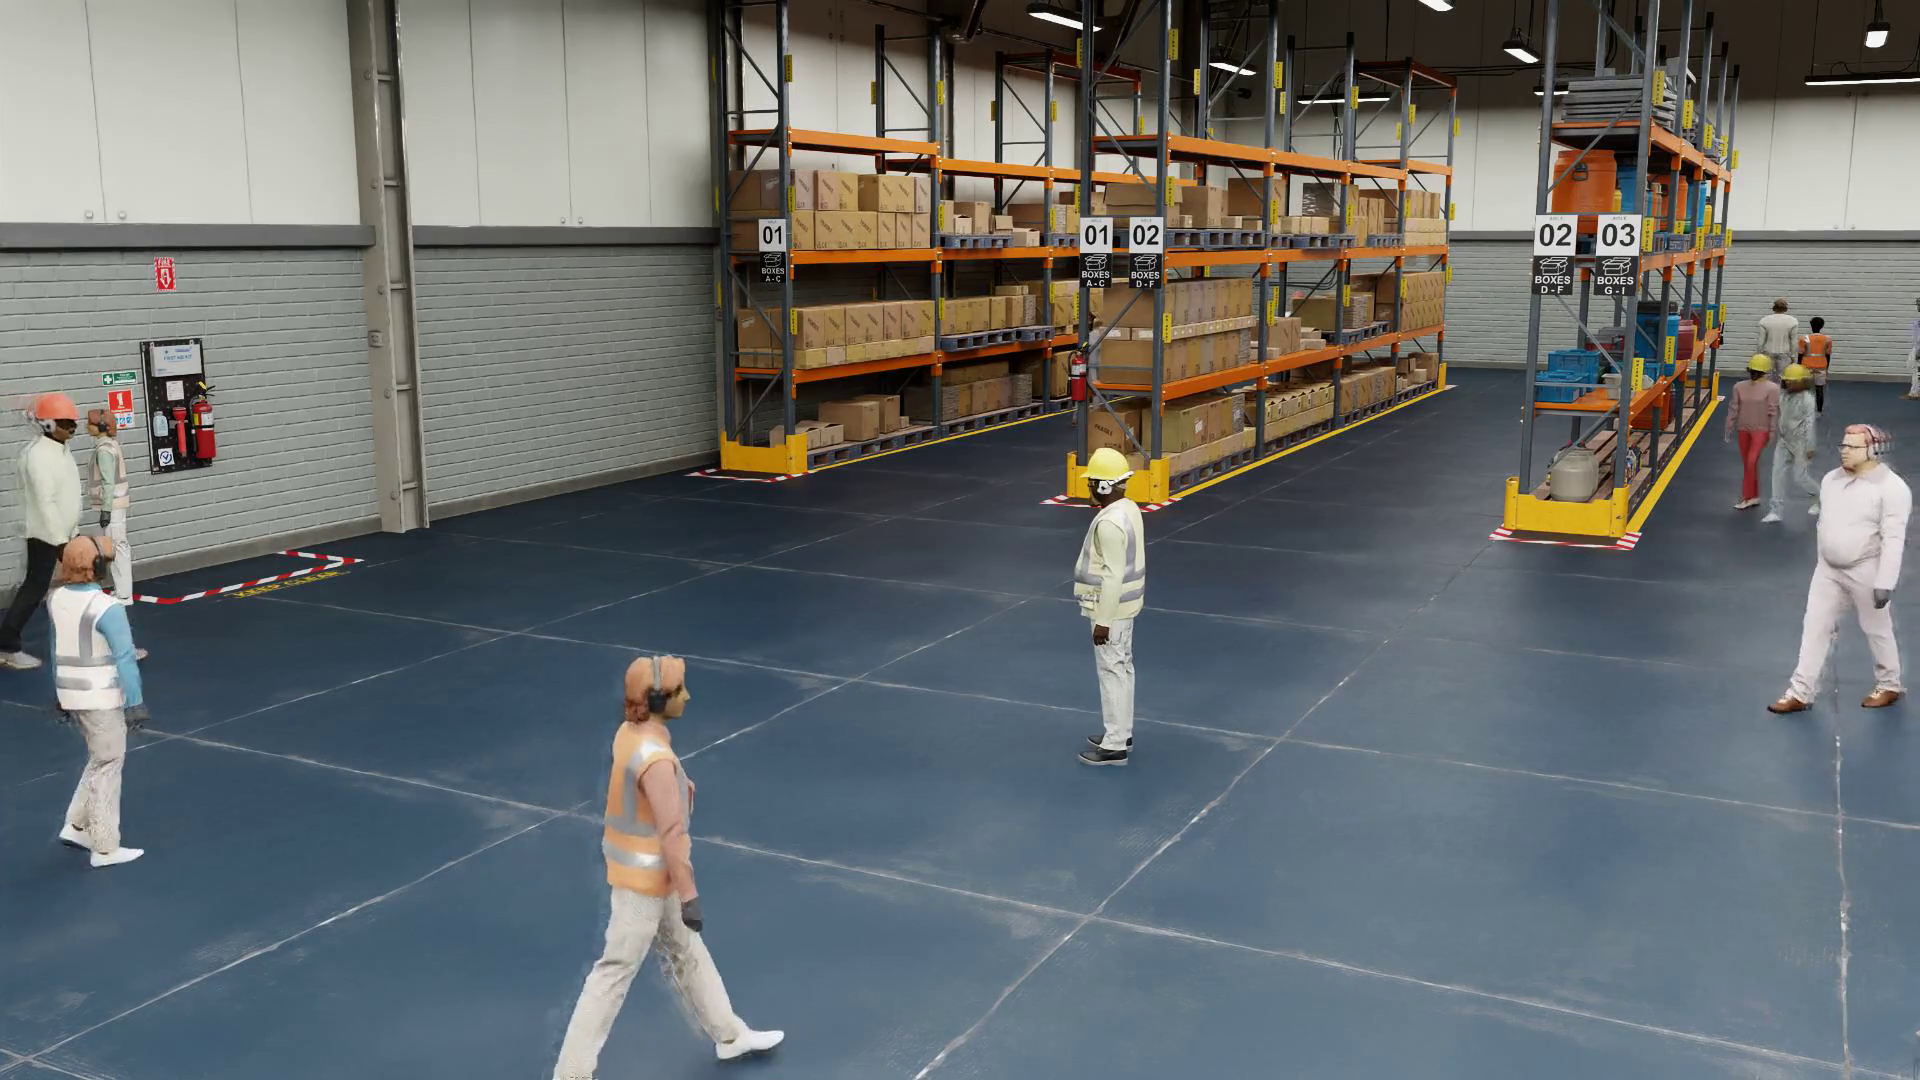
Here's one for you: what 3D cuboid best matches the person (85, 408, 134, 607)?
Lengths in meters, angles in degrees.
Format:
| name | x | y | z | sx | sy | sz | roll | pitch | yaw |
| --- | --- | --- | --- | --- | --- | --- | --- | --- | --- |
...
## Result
| name | x | y | z | sx | sy | sz | roll | pitch | yaw |
| --- | --- | --- | --- | --- | --- | --- | --- | --- | --- |
| person | -6.945 | -0.260 | 13.588 | 0.307 | 1.645 | 0.517 | -5 | 11 | -24 |

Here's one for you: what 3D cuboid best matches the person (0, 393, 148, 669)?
| name | x | y | z | sx | sy | sz | roll | pitch | yaw |
| --- | --- | --- | --- | --- | --- | --- | --- | --- | --- |
| person | -6.351 | -0.051 | 11.626 | 1.005 | 1.950 | 0.640 | -1 | 10 | -7 |

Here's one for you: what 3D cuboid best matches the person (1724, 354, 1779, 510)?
| name | x | y | z | sx | sy | sz | roll | pitch | yaw |
| --- | --- | --- | --- | --- | --- | --- | --- | --- | --- |
| person | 8.726 | -1.195 | 18.445 | 0.729 | 1.716 | 0.553 | -7 | 12 | -32 |

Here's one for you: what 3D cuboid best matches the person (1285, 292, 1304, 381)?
| name | x | y | z | sx | sy | sz | roll | pitch | yaw |
| --- | --- | --- | --- | --- | --- | --- | --- | --- | --- |
| person | 5.972 | -3.387 | 29.557 | 0.615 | 2.038 | 0.395 | 4 | 11 | 23 |

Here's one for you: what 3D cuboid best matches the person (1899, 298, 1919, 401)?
| name | x | y | z | sx | sy | sz | roll | pitch | yaw |
| --- | --- | --- | --- | --- | --- | --- | --- | --- | --- |
| person | 17.648 | -3.498 | 30.489 | 0.512 | 1.920 | 0.644 | 6 | 12 | 31 |

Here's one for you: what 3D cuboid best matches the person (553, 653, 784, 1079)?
| name | x | y | z | sx | sy | sz | roll | pitch | yaw |
| --- | --- | --- | --- | --- | --- | --- | --- | --- | --- |
| person | -1.071 | 1.185 | 5.857 | 0.877 | 1.588 | 0.543 | -3 | 11 | -18 |

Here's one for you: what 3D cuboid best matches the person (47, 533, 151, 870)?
| name | x | y | z | sx | sy | sz | roll | pitch | yaw |
| --- | --- | --- | --- | --- | --- | --- | --- | --- | --- |
| person | -4.122 | 0.776 | 7.977 | 0.528 | 1.624 | 0.365 | 7 | 12 | 33 |

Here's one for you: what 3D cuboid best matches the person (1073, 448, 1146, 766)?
| name | x | y | z | sx | sy | sz | roll | pitch | yaw |
| --- | --- | --- | --- | --- | --- | --- | --- | --- | --- |
| person | 0.856 | 0.381 | 9.578 | 0.404 | 1.829 | 0.600 | 3 | 11 | 15 |

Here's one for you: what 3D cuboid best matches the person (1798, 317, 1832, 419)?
| name | x | y | z | sx | sy | sz | roll | pitch | yaw |
| --- | --- | --- | --- | --- | --- | --- | --- | --- | --- |
| person | 14.107 | -2.837 | 27.496 | 0.534 | 1.696 | 0.319 | 2 | 11 | 8 |

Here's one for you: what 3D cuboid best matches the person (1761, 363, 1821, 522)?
| name | x | y | z | sx | sy | sz | roll | pitch | yaw |
| --- | --- | --- | --- | --- | --- | --- | --- | --- | --- |
| person | 8.910 | -1.030 | 17.621 | 0.703 | 1.706 | 0.520 | -4 | 11 | -20 |

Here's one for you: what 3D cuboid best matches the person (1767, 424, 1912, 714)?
| name | x | y | z | sx | sy | sz | roll | pitch | yaw |
| --- | --- | --- | --- | --- | --- | --- | --- | --- | --- |
| person | 5.680 | 0.189 | 10.573 | 0.980 | 1.860 | 0.659 | -4 | 11 | -23 |

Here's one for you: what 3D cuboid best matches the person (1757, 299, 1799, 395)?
| name | x | y | z | sx | sy | sz | roll | pitch | yaw |
| --- | --- | --- | --- | --- | --- | --- | --- | --- | --- |
| person | 14.198 | -3.222 | 28.939 | 0.630 | 1.938 | 0.369 | 4 | 11 | 22 |

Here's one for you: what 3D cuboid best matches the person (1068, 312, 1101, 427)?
| name | x | y | z | sx | sy | sz | roll | pitch | yaw |
| --- | --- | --- | --- | --- | --- | --- | --- | --- | --- |
| person | 1.999 | -2.696 | 26.358 | 0.556 | 1.835 | 0.875 | 5 | 12 | 27 |
